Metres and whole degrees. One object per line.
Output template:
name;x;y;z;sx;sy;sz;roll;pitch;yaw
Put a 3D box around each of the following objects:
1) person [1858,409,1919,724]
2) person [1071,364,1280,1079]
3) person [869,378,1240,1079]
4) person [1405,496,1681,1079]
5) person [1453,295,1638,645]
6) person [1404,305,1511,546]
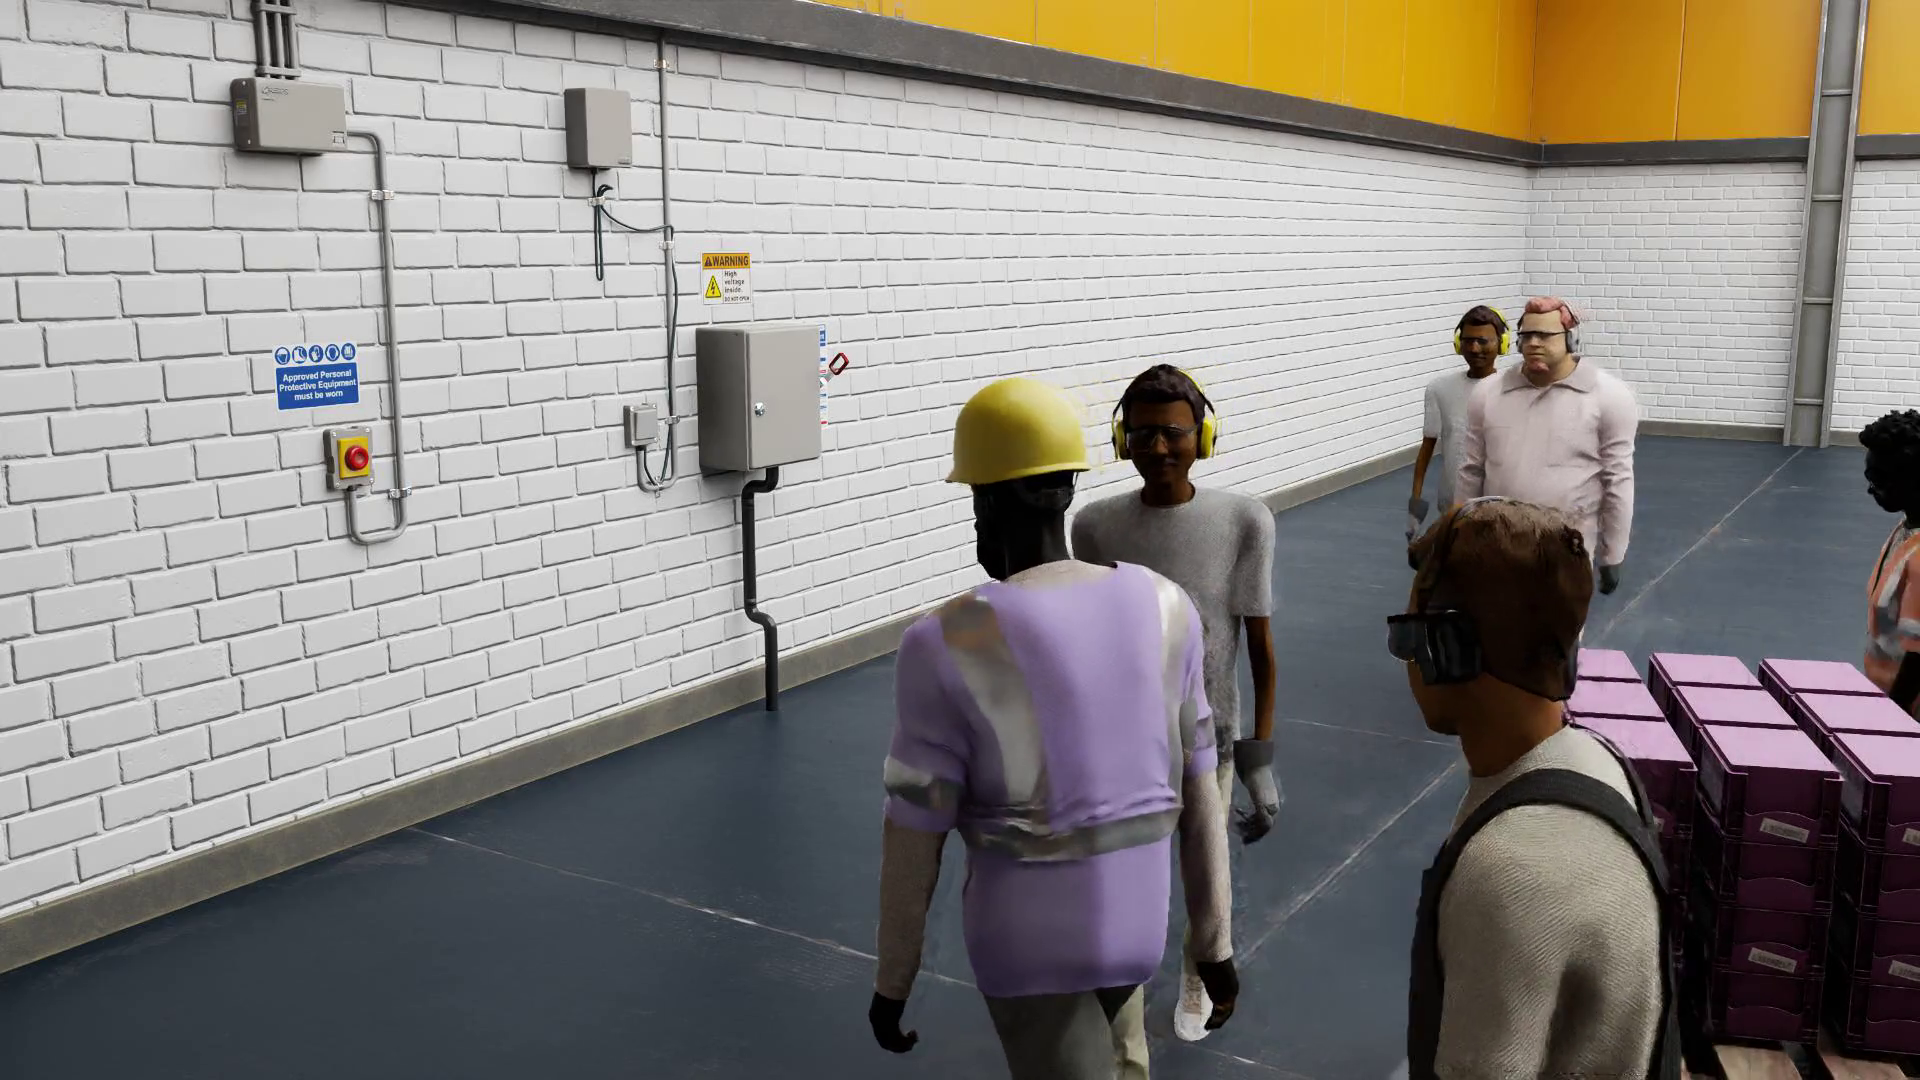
person;2.532;0.465;4.551;0.820;1.643;0.589;4;11;22
person;0.522;0.477;4.034;0.520;1.831;0.979;2;10;11
person;0.131;0.659;2.902;0.599;1.860;1.028;-7;13;-35
person;0.594;0.869;1.912;0.537;1.812;0.633;4;11;20
person;2.199;0.020;6.370;0.642;1.895;0.423;9;14;41
person;2.319;-0.156;7.542;0.535;1.829;0.964;5;12;28
